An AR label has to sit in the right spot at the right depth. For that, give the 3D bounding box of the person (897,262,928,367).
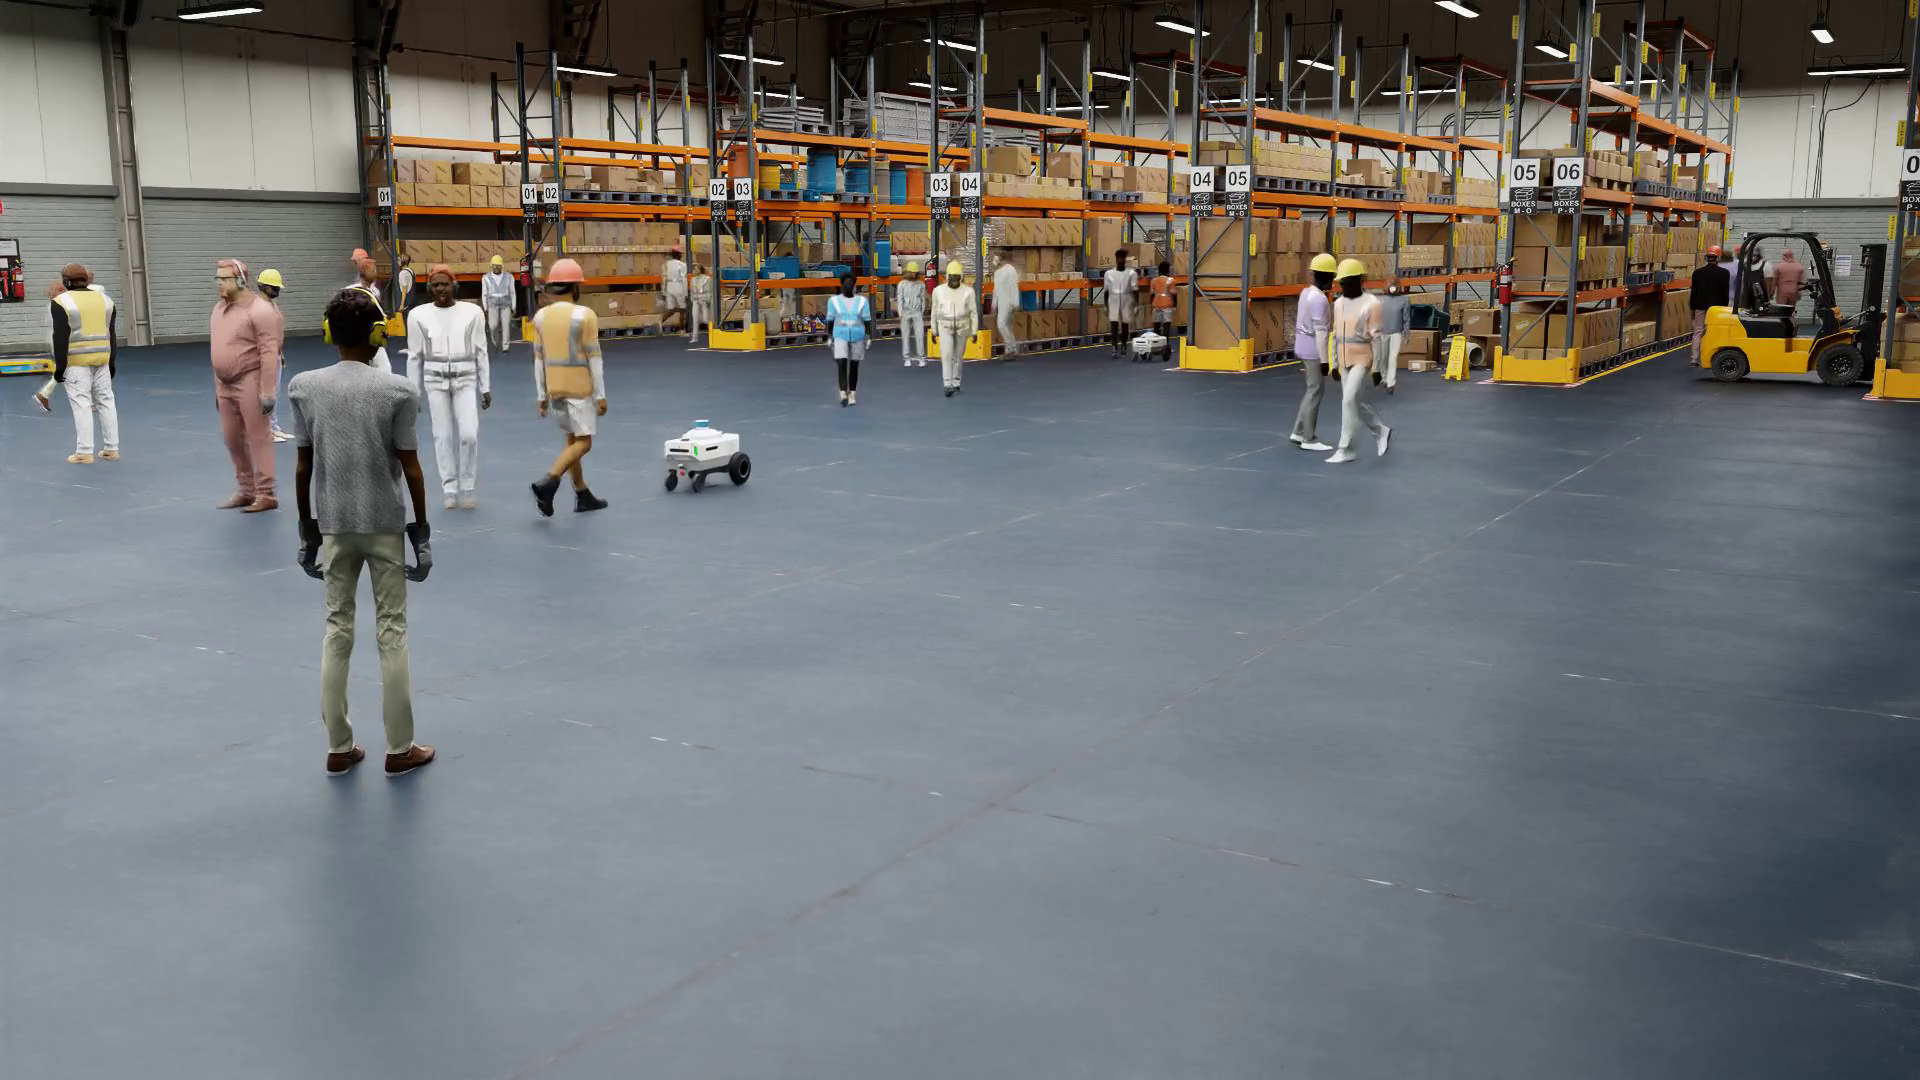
[{"bbox_3d":[-0.774,-3.670,27.182,0.491,1.709,0.836,-2,10,-13],"label":"person"}]

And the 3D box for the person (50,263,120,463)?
[{"bbox_3d":[-8.098,-1.629,15.377,0.429,1.840,0.632,5,11,25],"label":"person"}]

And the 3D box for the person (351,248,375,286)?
[{"bbox_3d":[-10.431,-4.130,29.118,0.373,1.934,0.551,-8,13,-39],"label":"person"}]

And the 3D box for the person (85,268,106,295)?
[{"bbox_3d":[-13.695,-3.459,26.193,0.534,1.627,0.366,-5,11,-26],"label":"person"}]

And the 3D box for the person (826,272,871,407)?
[{"bbox_3d":[-1.358,-2.470,20.564,0.553,1.655,0.819,-2,10,-10],"label":"person"}]

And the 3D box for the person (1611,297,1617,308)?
[{"bbox_3d":[14.665,-5.589,37.557,0.543,1.831,0.871,9,14,43],"label":"person"}]

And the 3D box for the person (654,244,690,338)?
[{"bbox_3d":[-6.096,-5.266,35.289,0.650,2.011,0.791,6,12,29],"label":"person"}]

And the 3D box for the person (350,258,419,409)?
[{"bbox_3d":[-6.683,-2.275,18.981,0.966,1.835,0.576,3,11,16],"label":"person"}]

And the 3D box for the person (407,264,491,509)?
[{"bbox_3d":[-3.871,-1.145,12.595,0.602,1.863,0.587,-3,10,-15],"label":"person"}]

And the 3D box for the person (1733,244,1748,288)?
[{"bbox_3d":[17.710,-5.703,37.748,0.631,2.002,0.531,-5,11,-26],"label":"person"}]

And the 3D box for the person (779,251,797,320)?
[{"bbox_3d":[-3.948,-5.662,37.967,0.530,1.845,0.760,5,11,25],"label":"person"}]

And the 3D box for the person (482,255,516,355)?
[{"bbox_3d":[-8.323,-4.239,30.070,0.603,1.816,0.425,-2,10,-13],"label":"person"}]

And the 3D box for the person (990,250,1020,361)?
[{"bbox_3d":[0.730,-4.025,28.601,0.618,1.906,0.659,-5,11,-26],"label":"person"}]

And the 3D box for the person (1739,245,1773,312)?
[{"bbox_3d":[16.189,-5.046,33.954,0.690,2.000,1.018,6,12,31],"label":"person"}]

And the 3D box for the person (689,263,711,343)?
[{"bbox_3d":[-5.278,-4.830,33.942,0.536,1.651,0.462,5,11,24],"label":"person"}]

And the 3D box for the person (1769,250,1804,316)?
[{"bbox_3d":[18.439,-5.512,37.034,0.678,1.877,0.695,1,10,6],"label":"person"}]

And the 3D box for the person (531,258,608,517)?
[{"bbox_3d":[-2.922,-1.115,12.298,0.552,1.919,0.808,5,11,27],"label":"person"}]

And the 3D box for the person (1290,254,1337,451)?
[{"bbox_3d":[3.482,-1.828,16.255,0.400,1.919,0.622,0,10,0],"label":"person"}]

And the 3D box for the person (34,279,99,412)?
[{"bbox_3d":[-10.714,-2.318,19.895,0.727,1.606,0.501,-4,11,-20],"label":"person"}]

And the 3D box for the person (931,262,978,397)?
[{"bbox_3d":[-0.066,-2.792,22.071,0.613,1.780,0.952,-1,10,-7],"label":"person"}]

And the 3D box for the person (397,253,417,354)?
[{"bbox_3d":[-10.187,-4.354,30.623,0.345,1.847,0.506,0,10,1],"label":"person"}]

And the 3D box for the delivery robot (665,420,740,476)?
[{"bbox_3d":[-2.135,-0.752,13.802,0.477,0.478,0.707,5,11,24],"label":"delivery robot"}]

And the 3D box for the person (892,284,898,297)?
[{"bbox_3d":[-1.722,-7.441,47.728,0.587,1.914,0.392,5,11,27],"label":"person"}]

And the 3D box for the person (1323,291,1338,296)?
[{"bbox_3d":[7.451,-4.961,34.179,0.654,1.787,0.977,5,11,28],"label":"person"}]

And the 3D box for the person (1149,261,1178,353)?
[{"bbox_3d":[3.758,-4.295,30.725,0.558,1.698,0.327,8,13,37],"label":"person"}]

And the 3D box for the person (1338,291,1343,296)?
[{"bbox_3d":[8.226,-5.401,36.643,0.573,1.793,0.987,7,12,34],"label":"person"}]

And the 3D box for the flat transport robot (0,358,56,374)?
[{"bbox_3d":[-14.606,-2.655,25.516,0.652,0.197,1.431,8,13,37],"label":"flat transport robot"}]

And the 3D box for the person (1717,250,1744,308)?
[{"bbox_3d":[14.251,-4.448,31.016,0.640,1.889,0.992,6,12,28],"label":"person"}]

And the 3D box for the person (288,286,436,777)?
[{"bbox_3d":[-2.267,-0.021,6.319,0.517,1.864,0.315,0,10,1],"label":"person"}]

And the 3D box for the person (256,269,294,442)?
[{"bbox_3d":[-7.036,-1.882,17.025,0.328,1.759,0.524,-1,10,-4],"label":"person"}]

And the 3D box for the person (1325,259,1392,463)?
[{"bbox_3d":[3.747,-1.673,15.518,0.845,1.894,0.596,-6,12,-28],"label":"person"}]

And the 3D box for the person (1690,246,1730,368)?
[{"bbox_3d":[12.167,-3.774,27.005,0.412,1.986,0.603,-9,14,-43],"label":"person"}]

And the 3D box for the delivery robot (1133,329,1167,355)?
[{"bbox_3d":[3.258,-3.380,28.522,0.477,0.478,0.707,7,12,33],"label":"delivery robot"}]

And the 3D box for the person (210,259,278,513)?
[{"bbox_3d":[-5.430,-1.160,12.565,0.650,1.907,0.402,6,12,30],"label":"person"}]

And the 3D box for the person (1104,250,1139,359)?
[{"bbox_3d":[2.850,-4.161,29.382,0.626,1.911,1.023,1,10,4],"label":"person"}]

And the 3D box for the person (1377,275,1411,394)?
[{"bbox_3d":[5.845,-2.795,22.610,0.520,1.593,0.844,3,11,17],"label":"person"}]

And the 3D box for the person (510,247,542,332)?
[{"bbox_3d":[-9.842,-5.740,38.113,0.642,1.937,1.008,9,13,40],"label":"person"}]
